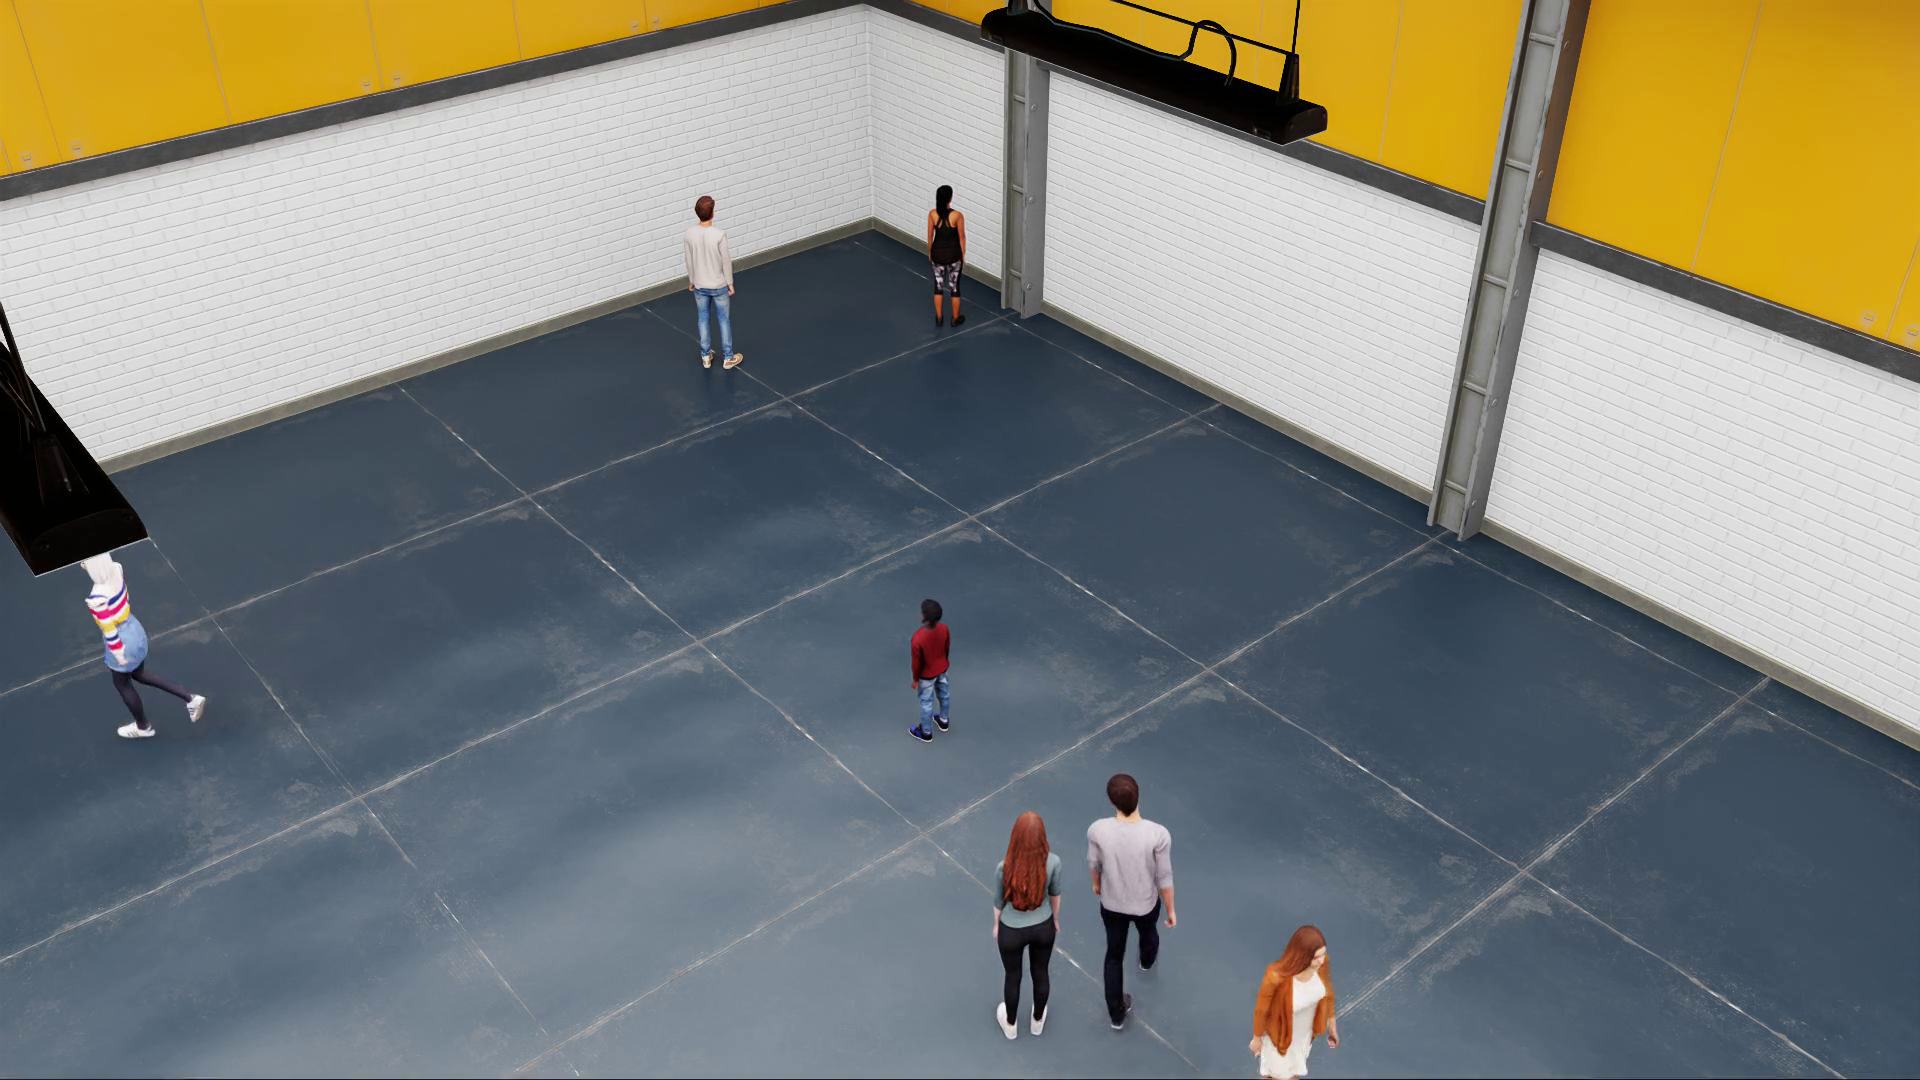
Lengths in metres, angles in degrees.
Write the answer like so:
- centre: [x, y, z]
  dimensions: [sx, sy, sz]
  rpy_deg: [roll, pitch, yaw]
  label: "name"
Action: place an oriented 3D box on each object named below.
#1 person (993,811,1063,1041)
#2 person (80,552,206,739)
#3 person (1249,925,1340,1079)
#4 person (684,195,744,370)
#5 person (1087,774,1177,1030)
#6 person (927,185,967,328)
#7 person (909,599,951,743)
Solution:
- centre: [0.402, 2.351, 10.091]
  dimensions: [0.648, 1.742, 0.668]
  rpy_deg: [-5, 34, -8]
  label: "person"
- centre: [-6.167, 0.753, 12.449]
  dimensions: [1.032, 1.792, 0.999]
  rpy_deg: [-1, 34, -1]
  label: "person"
- centre: [1.824, 2.749, 9.530]
  dimensions: [0.665, 1.699, 0.711]
  rpy_deg: [-21, 39, -28]
  label: "person"
- centre: [-2.631, -2.712, 17.562]
  dimensions: [0.715, 1.903, 0.809]
  rpy_deg: [7, 34, 10]
  label: "person"
- centre: [1.009, 2.266, 10.168]
  dimensions: [1.111, 1.797, 1.144]
  rpy_deg: [9, 35, 13]
  label: "person"
- centre: [-0.153, -3.168, 18.469]
  dimensions: [0.623, 1.659, 0.714]
  rpy_deg: [8, 35, 12]
  label: "person"
- centre: [-0.213, 0.976, 12.598]
  dimensions: [0.495, 1.256, 0.470]
  rpy_deg: [-25, 41, -33]
  label: "person"
